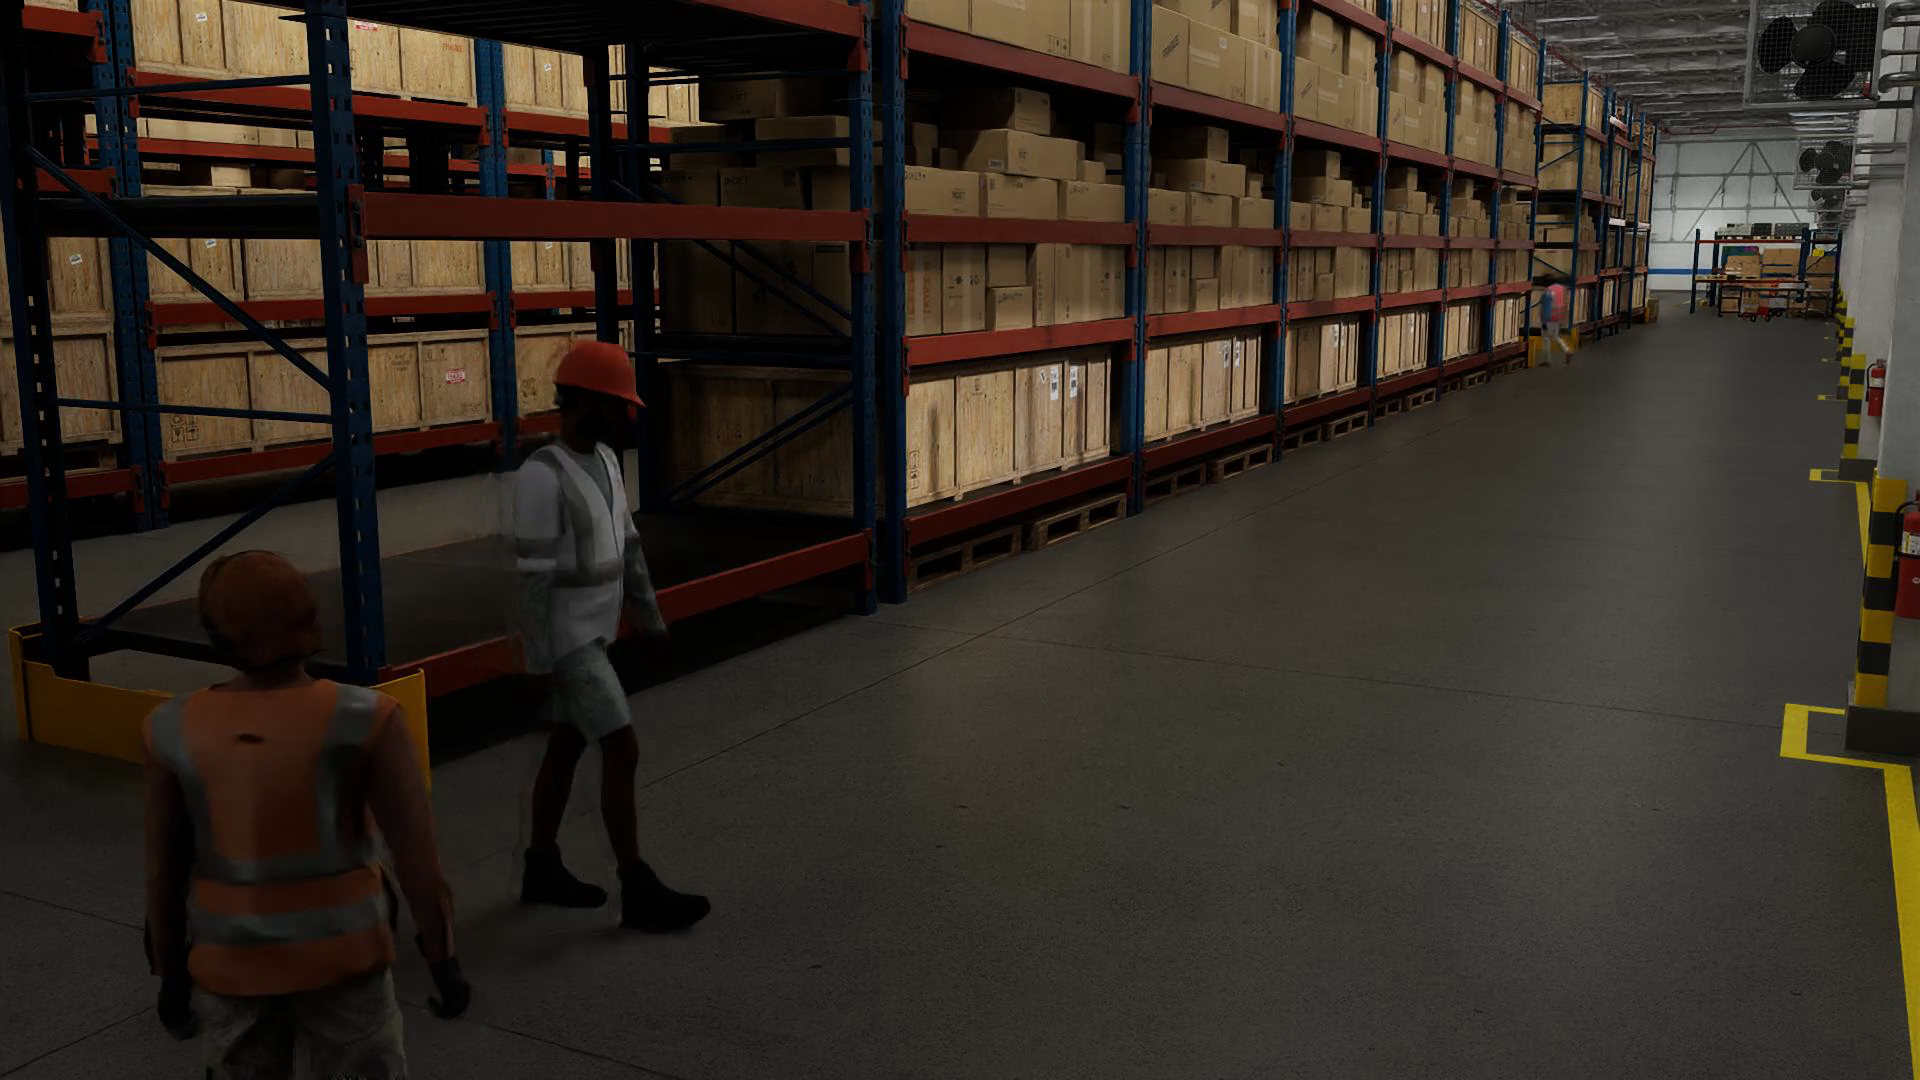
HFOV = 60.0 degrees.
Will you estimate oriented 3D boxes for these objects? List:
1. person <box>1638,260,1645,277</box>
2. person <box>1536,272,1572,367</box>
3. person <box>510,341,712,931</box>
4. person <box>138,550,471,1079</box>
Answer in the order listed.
[{"bbox_3d":[33.707,-12.974,82.181,0.362,1.939,0.636,5,11,26],"label":"person"},{"bbox_3d":[11.334,-4.190,31.709,0.697,1.809,0.594,-7,12,-37],"label":"person"},{"bbox_3d":[-1.114,0.315,5.395,0.840,1.893,0.538,1,10,8],"label":"person"},{"bbox_3d":[-1.254,0.826,3.206,0.588,1.622,0.339,-1,10,-3],"label":"person"}]
